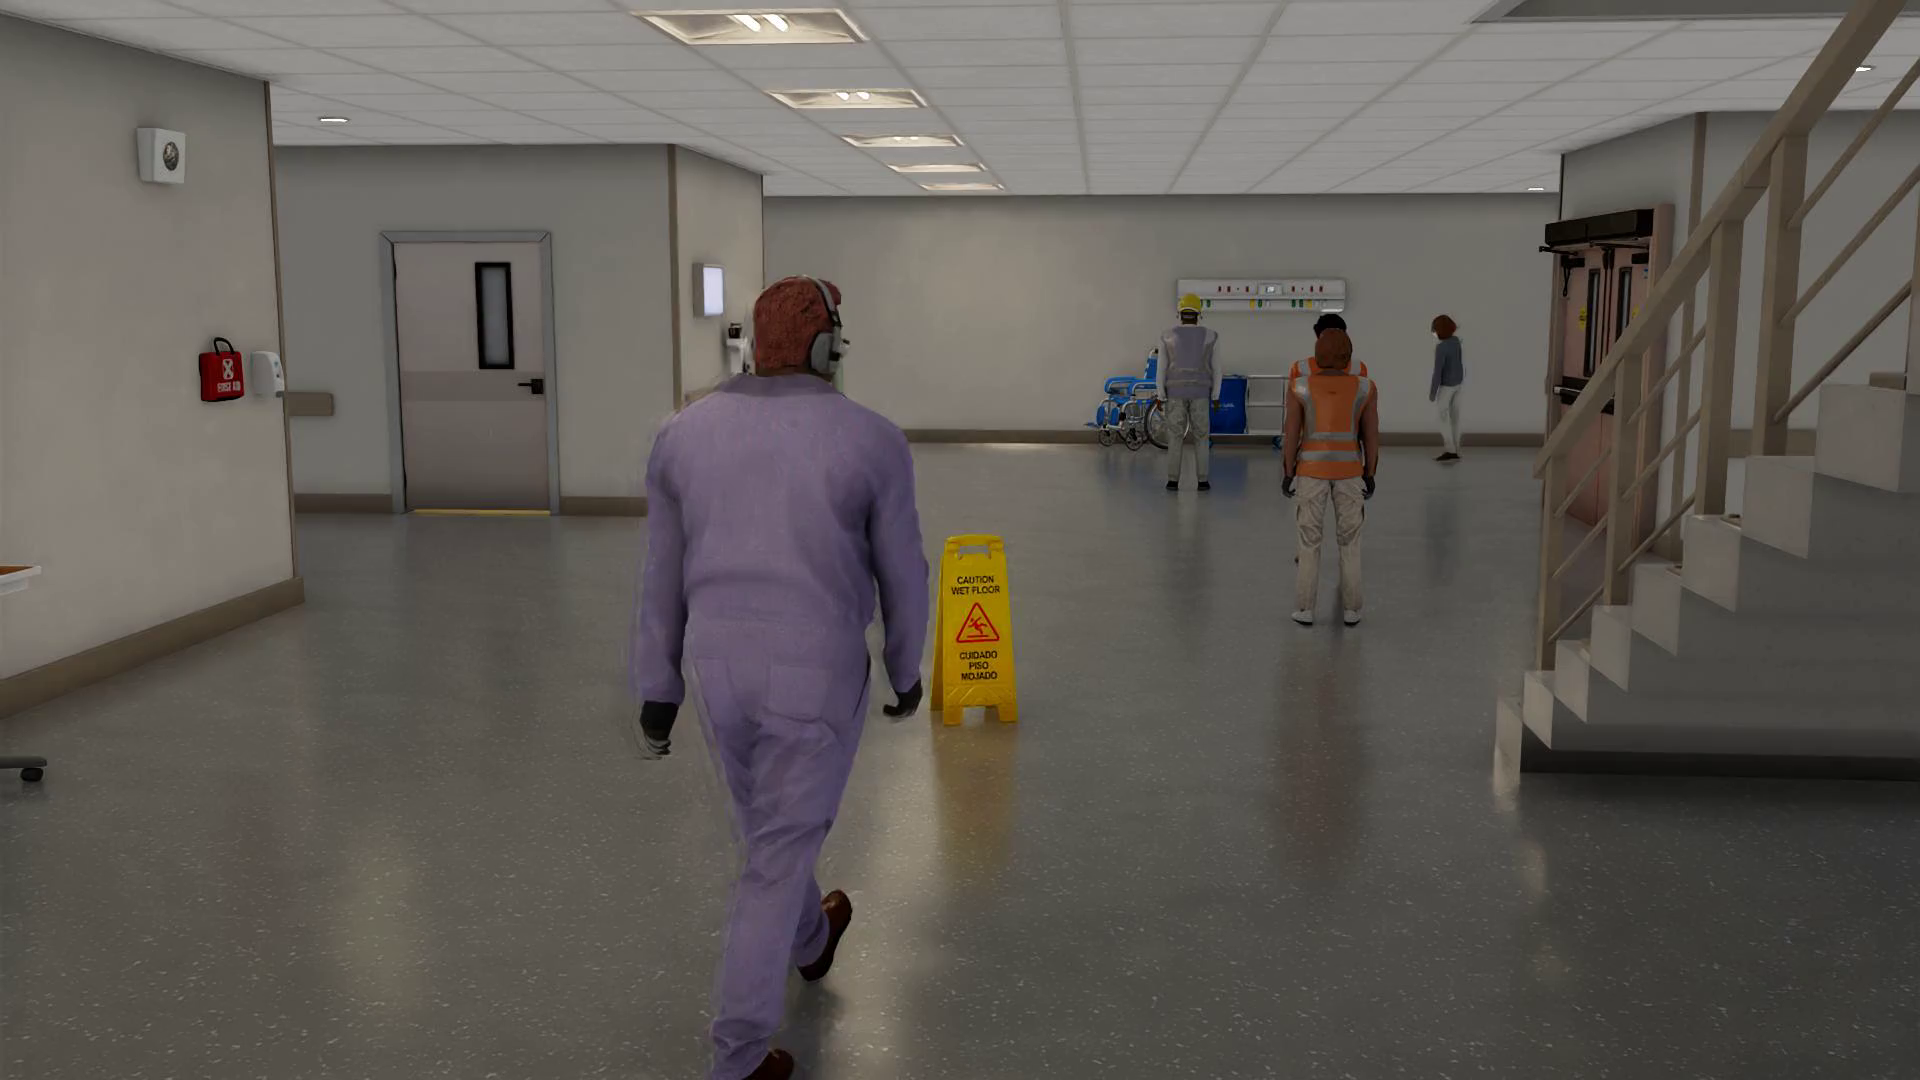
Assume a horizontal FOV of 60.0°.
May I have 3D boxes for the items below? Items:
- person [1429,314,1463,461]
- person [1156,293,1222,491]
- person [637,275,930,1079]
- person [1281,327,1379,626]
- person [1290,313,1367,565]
[{"bbox_3d":[5.367,-1.675,18.322,0.314,1.611,0.598,7,11,41],"label":"person"},{"bbox_3d":[2.120,-1.364,15.442,0.602,1.830,0.404,1,8,5],"label":"person"},{"bbox_3d":[-0.380,0.314,3.968,0.648,1.856,1.020,3,9,22],"label":"person"},{"bbox_3d":[2.029,-0.341,9.135,0.524,1.639,0.308,1,8,5],"label":"person"},{"bbox_3d":[2.465,-0.670,11.179,0.541,1.696,0.316,1,8,5],"label":"person"}]
